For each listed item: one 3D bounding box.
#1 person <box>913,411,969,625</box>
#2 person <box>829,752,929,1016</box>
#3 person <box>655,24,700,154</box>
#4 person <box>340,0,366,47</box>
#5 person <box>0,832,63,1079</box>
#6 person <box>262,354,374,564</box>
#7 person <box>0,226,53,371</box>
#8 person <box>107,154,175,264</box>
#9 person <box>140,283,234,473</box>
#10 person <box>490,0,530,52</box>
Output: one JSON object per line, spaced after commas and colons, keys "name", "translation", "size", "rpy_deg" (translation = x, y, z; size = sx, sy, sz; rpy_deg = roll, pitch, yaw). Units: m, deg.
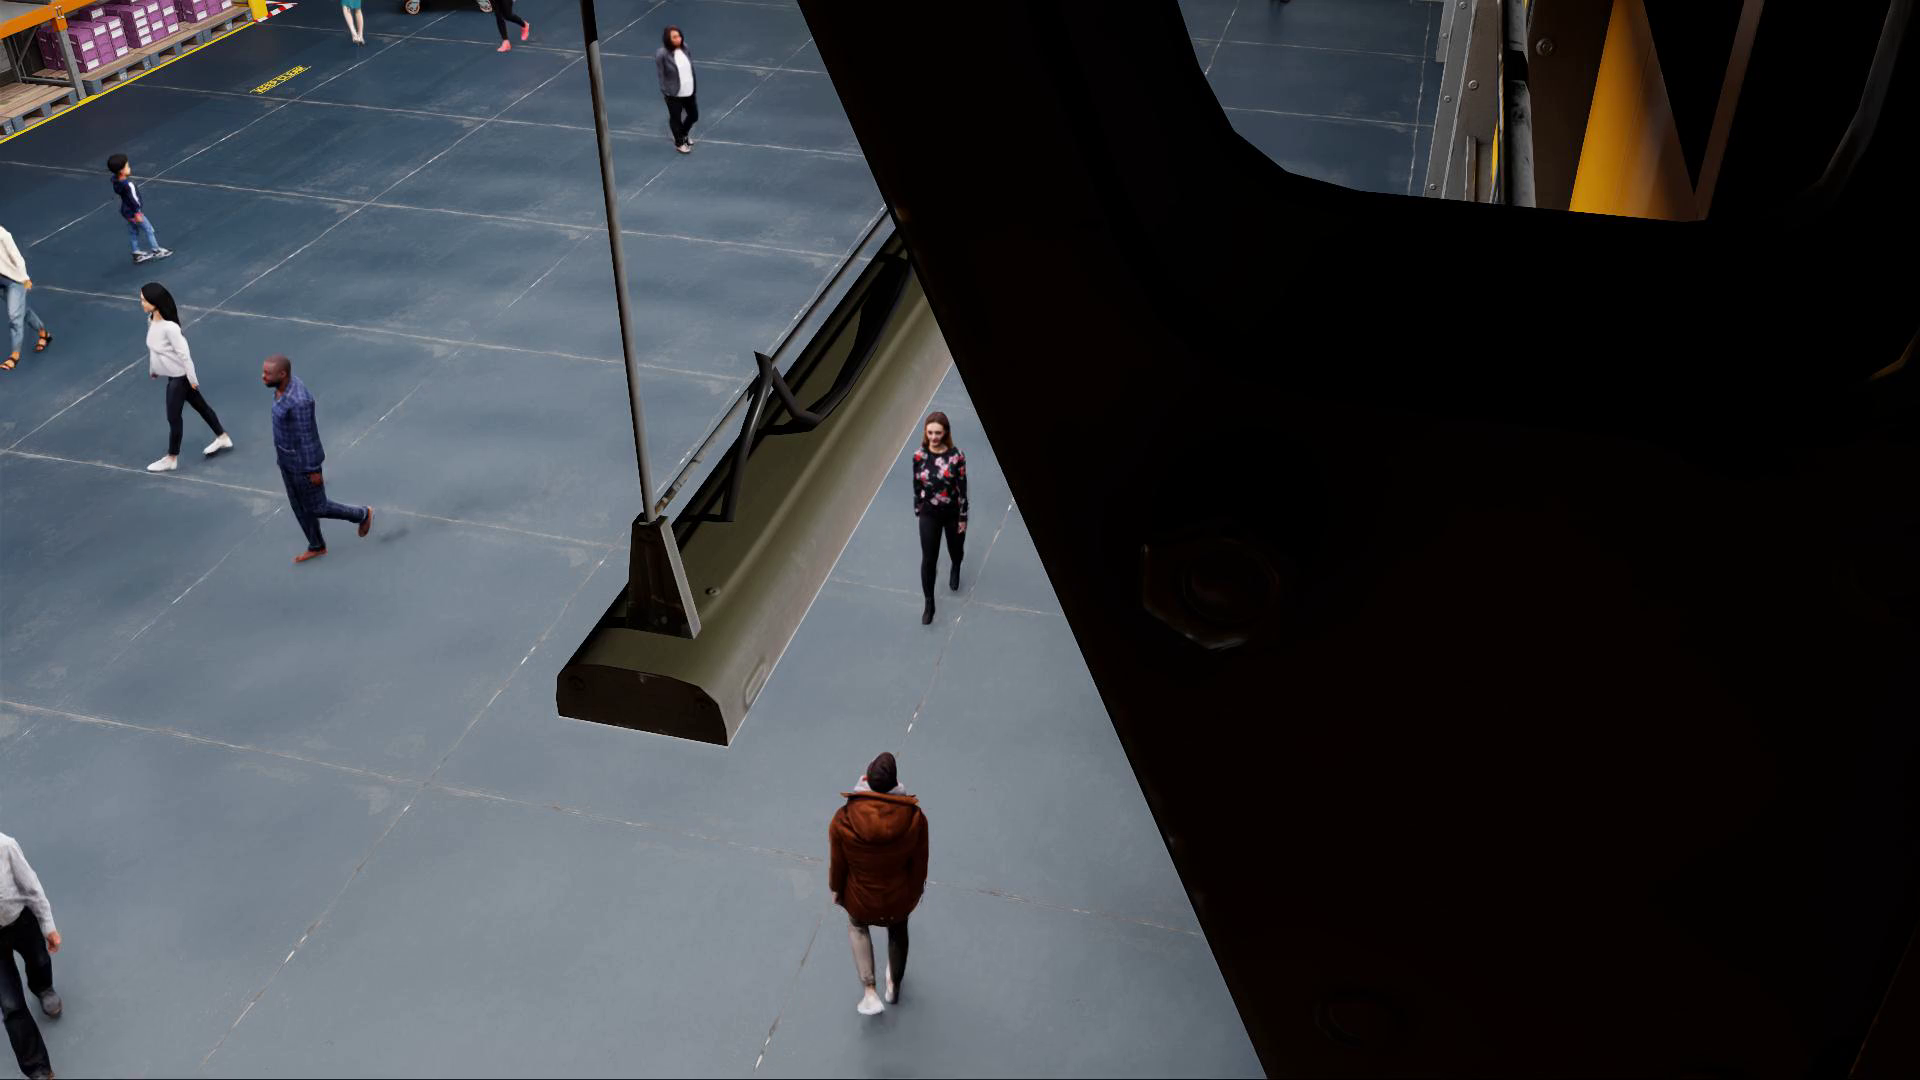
{"name": "person", "translation": [-0.110, -0.236, 12.604], "size": [0.681, 1.661, 0.988], "rpy_deg": [3, 34, 4]}
{"name": "person", "translation": [-0.433, 1.964, 9.152], "size": [0.860, 1.818, 0.930], "rpy_deg": [-4, 34, -6]}
{"name": "person", "translation": [-3.565, -5.656, 20.825], "size": [0.804, 1.587, 0.873], "rpy_deg": [-28, 43, -35]}
{"name": "person", "translation": [-8.970, -8.094, 24.418], "size": [0.704, 1.671, 0.754], "rpy_deg": [-11, 35, -15]}
{"name": "person", "translation": [-5.204, 2.061, 9.053], "size": [1.199, 1.767, 1.204], "rpy_deg": [-21, 39, -28]}
{"name": "person", "translation": [-5.105, -0.662, 13.114], "size": [1.052, 1.806, 0.973], "rpy_deg": [-21, 39, -28]}
{"name": "person", "translation": [-9.174, -2.532, 16.076], "size": [0.685, 1.642, 1.067], "rpy_deg": [4, 34, 6]}
{"name": "person", "translation": [-9.033, -3.579, 18.038], "size": [0.677, 1.213, 0.747], "rpy_deg": [29, 43, 36]}
{"name": "person", "translation": [-6.697, -1.459, 14.440], "size": [1.100, 1.665, 0.943], "rpy_deg": [-28, 42, -35]}
{"name": "person", "translation": [-6.650, -8.022, 24.303], "size": [0.699, 1.678, 0.899], "rpy_deg": [16, 37, 23]}
